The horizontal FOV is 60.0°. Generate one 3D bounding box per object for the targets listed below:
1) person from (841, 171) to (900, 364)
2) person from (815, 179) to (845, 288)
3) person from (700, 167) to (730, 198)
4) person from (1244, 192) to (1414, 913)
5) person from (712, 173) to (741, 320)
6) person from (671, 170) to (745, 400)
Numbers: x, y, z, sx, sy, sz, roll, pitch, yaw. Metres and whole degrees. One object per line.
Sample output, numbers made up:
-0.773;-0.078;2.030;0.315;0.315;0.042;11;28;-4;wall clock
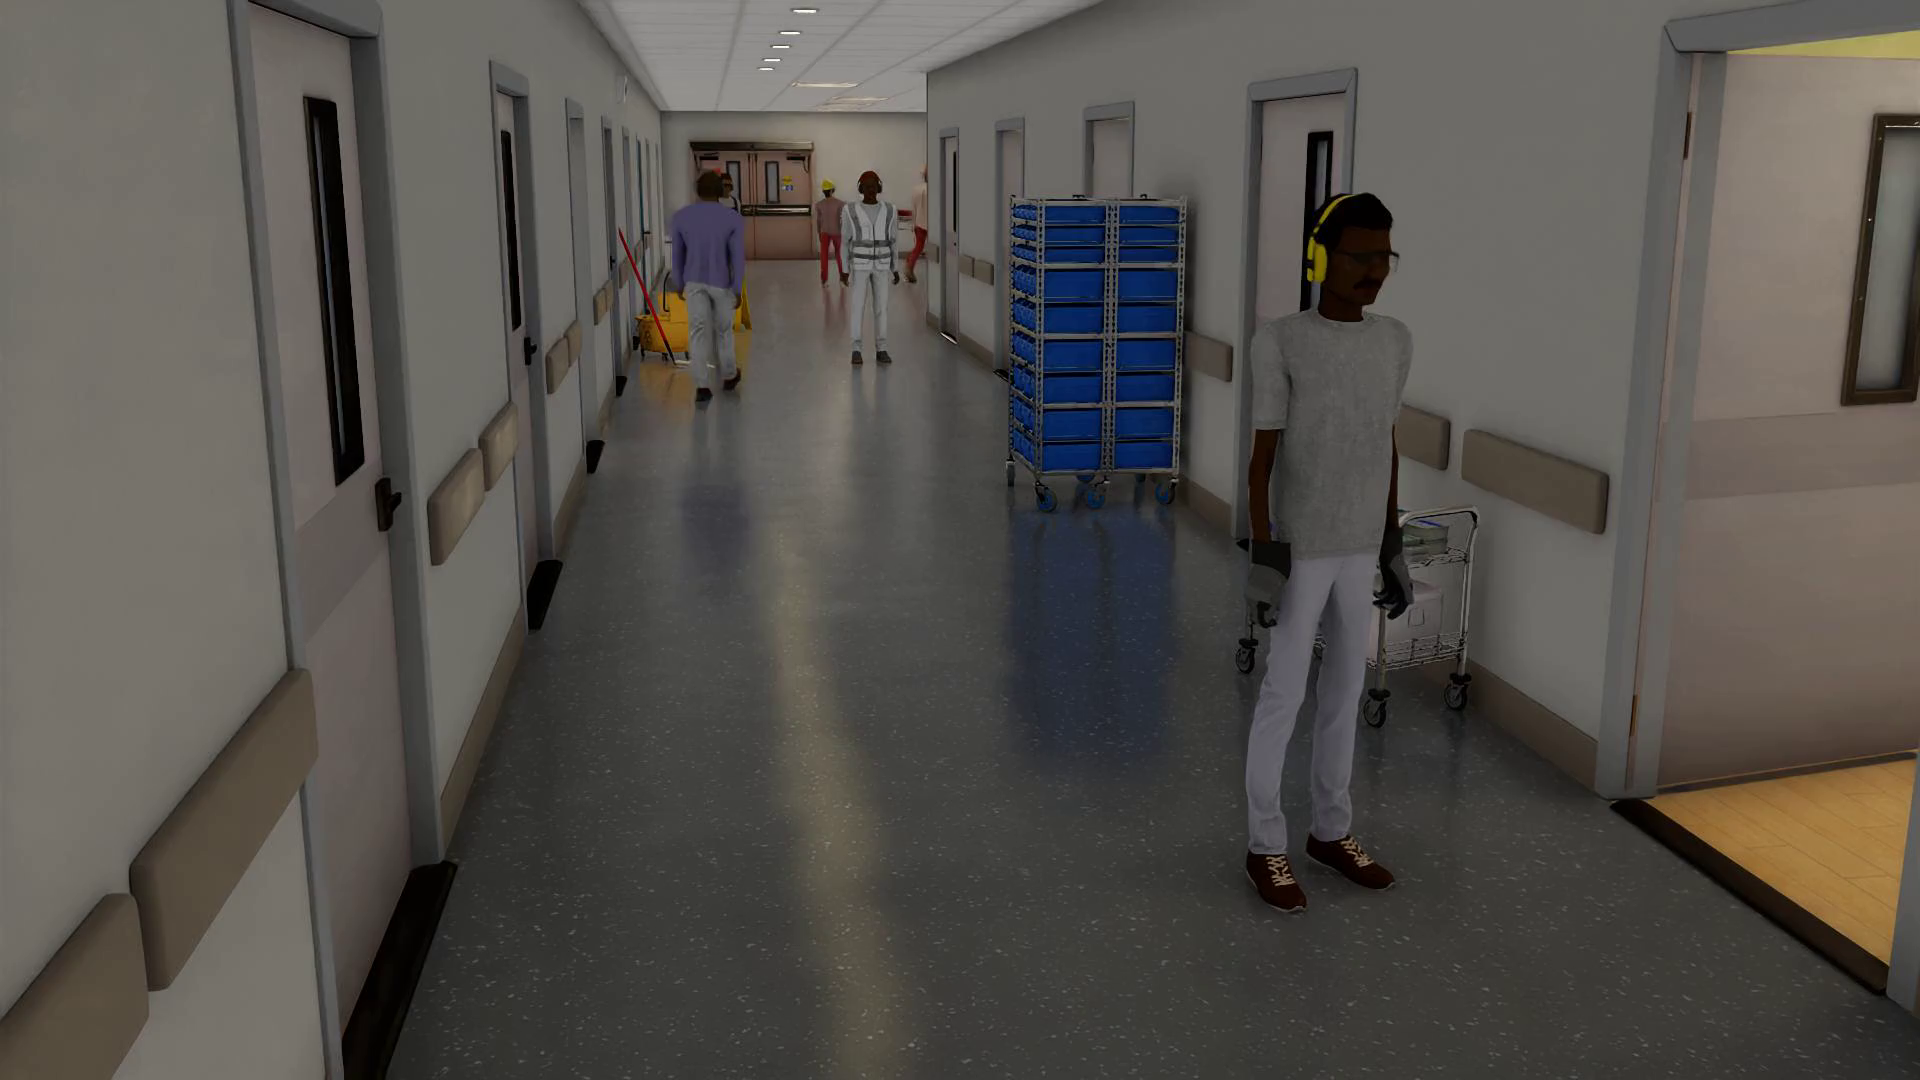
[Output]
-0.883;-2.683;16.415;0.586;1.882;0.341;-4;13;-17;person
-2.068;-4.968;26.912;0.524;1.730;0.838;2;13;7;person
-4.350;-5.648;29.526;0.555;1.910;0.654;-5;14;-23;person
0.974;0.039;4.368;0.509;1.868;0.328;-6;14;-26;person
-2.974;-3.706;21.045;0.516;1.842;0.326;-11;17;-39;person
-2.109;-2.161;14.080;0.652;1.883;1.012;1;13;3;person
